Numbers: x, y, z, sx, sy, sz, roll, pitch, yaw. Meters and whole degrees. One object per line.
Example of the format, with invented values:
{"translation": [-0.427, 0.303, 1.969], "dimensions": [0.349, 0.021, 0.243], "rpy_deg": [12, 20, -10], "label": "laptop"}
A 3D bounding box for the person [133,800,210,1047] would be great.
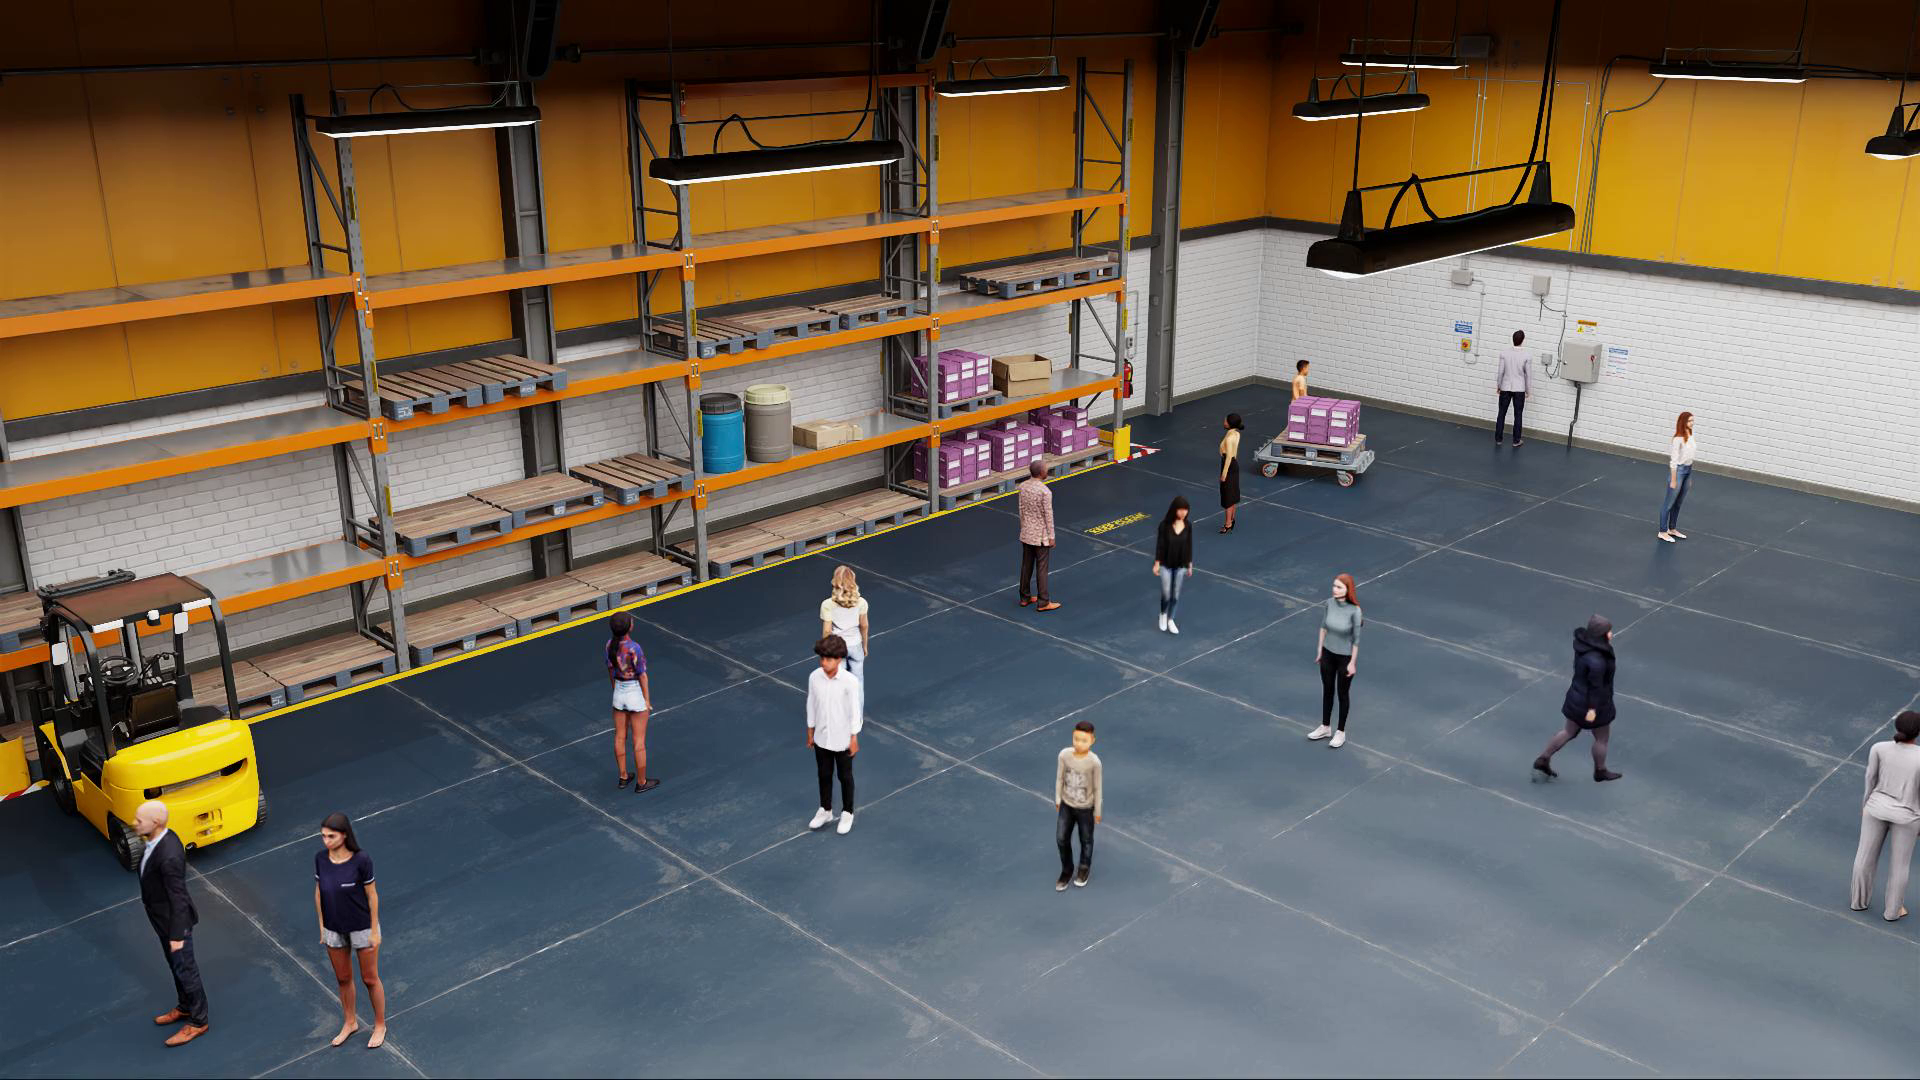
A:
{"translation": [-5.490, 2.623, 11.584], "dimensions": [0.622, 1.800, 0.703], "rpy_deg": [-14, 23, -35], "label": "person"}

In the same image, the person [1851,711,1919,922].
{"translation": [7.341, 2.152, 13.082], "dimensions": [0.635, 1.737, 0.549], "rpy_deg": [16, 24, 39], "label": "person"}

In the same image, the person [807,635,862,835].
{"translation": [-1.090, 1.665, 14.415], "dimensions": [0.708, 1.808, 0.683], "rpy_deg": [7, 20, 20], "label": "person"}

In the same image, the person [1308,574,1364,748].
{"translation": [3.655, 1.147, 16.056], "dimensions": [0.562, 1.742, 0.594], "rpy_deg": [-14, 23, -37], "label": "person"}

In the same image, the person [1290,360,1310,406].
{"translation": [5.314, -2.114, 26.192], "dimensions": [0.649, 1.454, 0.600], "rpy_deg": [-1, 19, -4], "label": "person"}

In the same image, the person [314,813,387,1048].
{"translation": [-4.198, 2.678, 11.475], "dimensions": [0.667, 1.764, 0.705], "rpy_deg": [2, 19, 7], "label": "person"}

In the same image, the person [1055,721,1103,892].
{"translation": [0.992, 2.129, 13.592], "dimensions": [0.680, 1.454, 0.732], "rpy_deg": [7, 20, 19], "label": "person"}

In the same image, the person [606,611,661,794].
{"translation": [-3.015, 1.455, 15.141], "dimensions": [0.645, 1.743, 0.612], "rpy_deg": [10, 21, 26], "label": "person"}

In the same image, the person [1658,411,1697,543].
{"translation": [9.522, -0.858, 22.033], "dimensions": [0.502, 1.728, 0.667], "rpy_deg": [-13, 22, -33], "label": "person"}

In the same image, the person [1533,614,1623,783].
{"translation": [5.674, 1.475, 15.237], "dimensions": [1.138, 1.644, 1.080], "rpy_deg": [0, 19, 0], "label": "person"}

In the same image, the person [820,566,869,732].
{"translation": [-1.117, 1.074, 16.303], "dimensions": [0.652, 1.723, 0.770], "rpy_deg": [-5, 19, -16], "label": "person"}

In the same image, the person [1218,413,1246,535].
{"translation": [3.610, -0.900, 22.276], "dimensions": [0.705, 1.652, 0.586], "rpy_deg": [8, 20, 23], "label": "person"}

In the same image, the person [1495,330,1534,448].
{"translation": [8.806, -2.423, 26.485], "dimensions": [0.746, 1.851, 0.686], "rpy_deg": [9, 21, 25], "label": "person"}

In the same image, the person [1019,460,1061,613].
{"translation": [0.898, -0.067, 19.557], "dimensions": [0.583, 1.808, 0.675], "rpy_deg": [-16, 25, -40], "label": "person"}

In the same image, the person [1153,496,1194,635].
{"translation": [2.395, 0.249, 18.894], "dimensions": [0.675, 1.633, 0.757], "rpy_deg": [-3, 19, -9], "label": "person"}
